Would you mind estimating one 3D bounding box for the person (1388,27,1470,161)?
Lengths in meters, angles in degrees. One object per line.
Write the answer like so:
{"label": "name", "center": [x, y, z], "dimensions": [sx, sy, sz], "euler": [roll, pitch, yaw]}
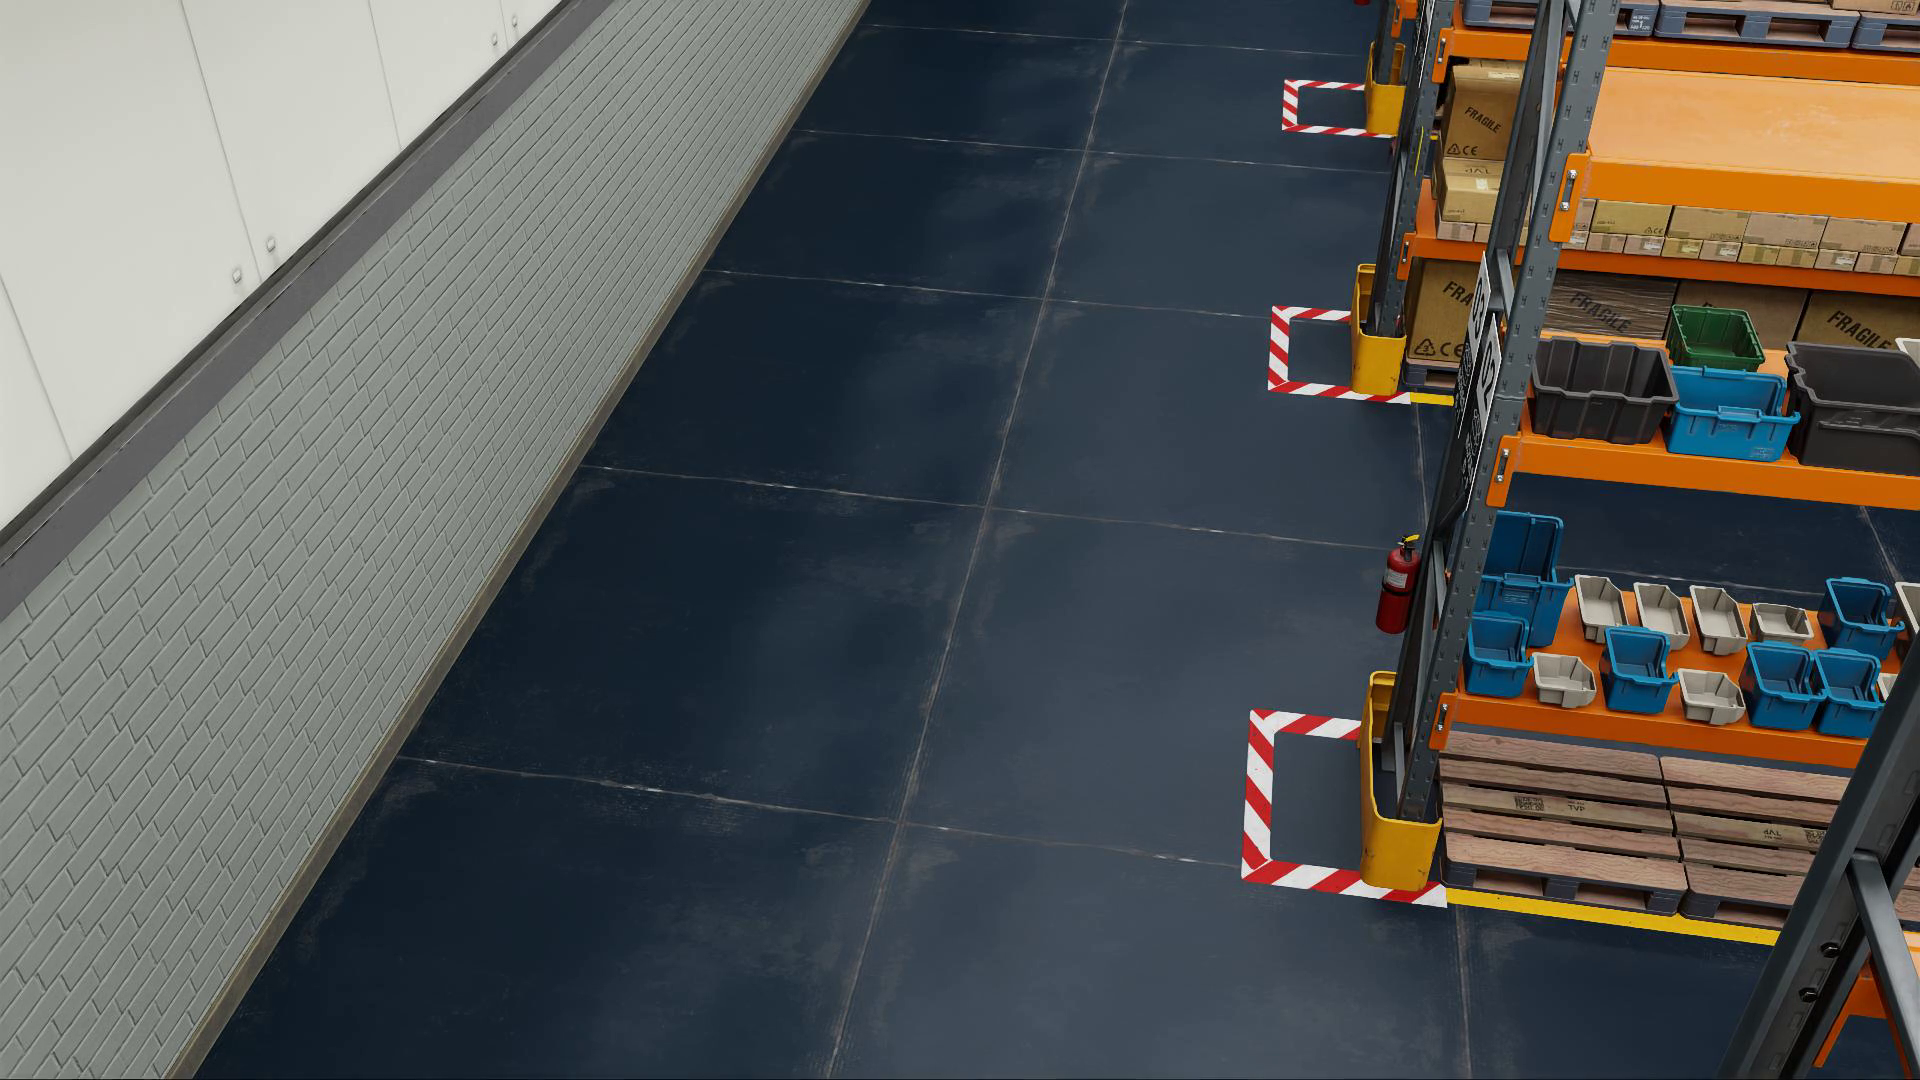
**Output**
{"label": "person", "center": [4.393, -4.158, 15.394], "dimensions": [1.105, 1.591, 0.820], "euler": [20, 41, 24]}
